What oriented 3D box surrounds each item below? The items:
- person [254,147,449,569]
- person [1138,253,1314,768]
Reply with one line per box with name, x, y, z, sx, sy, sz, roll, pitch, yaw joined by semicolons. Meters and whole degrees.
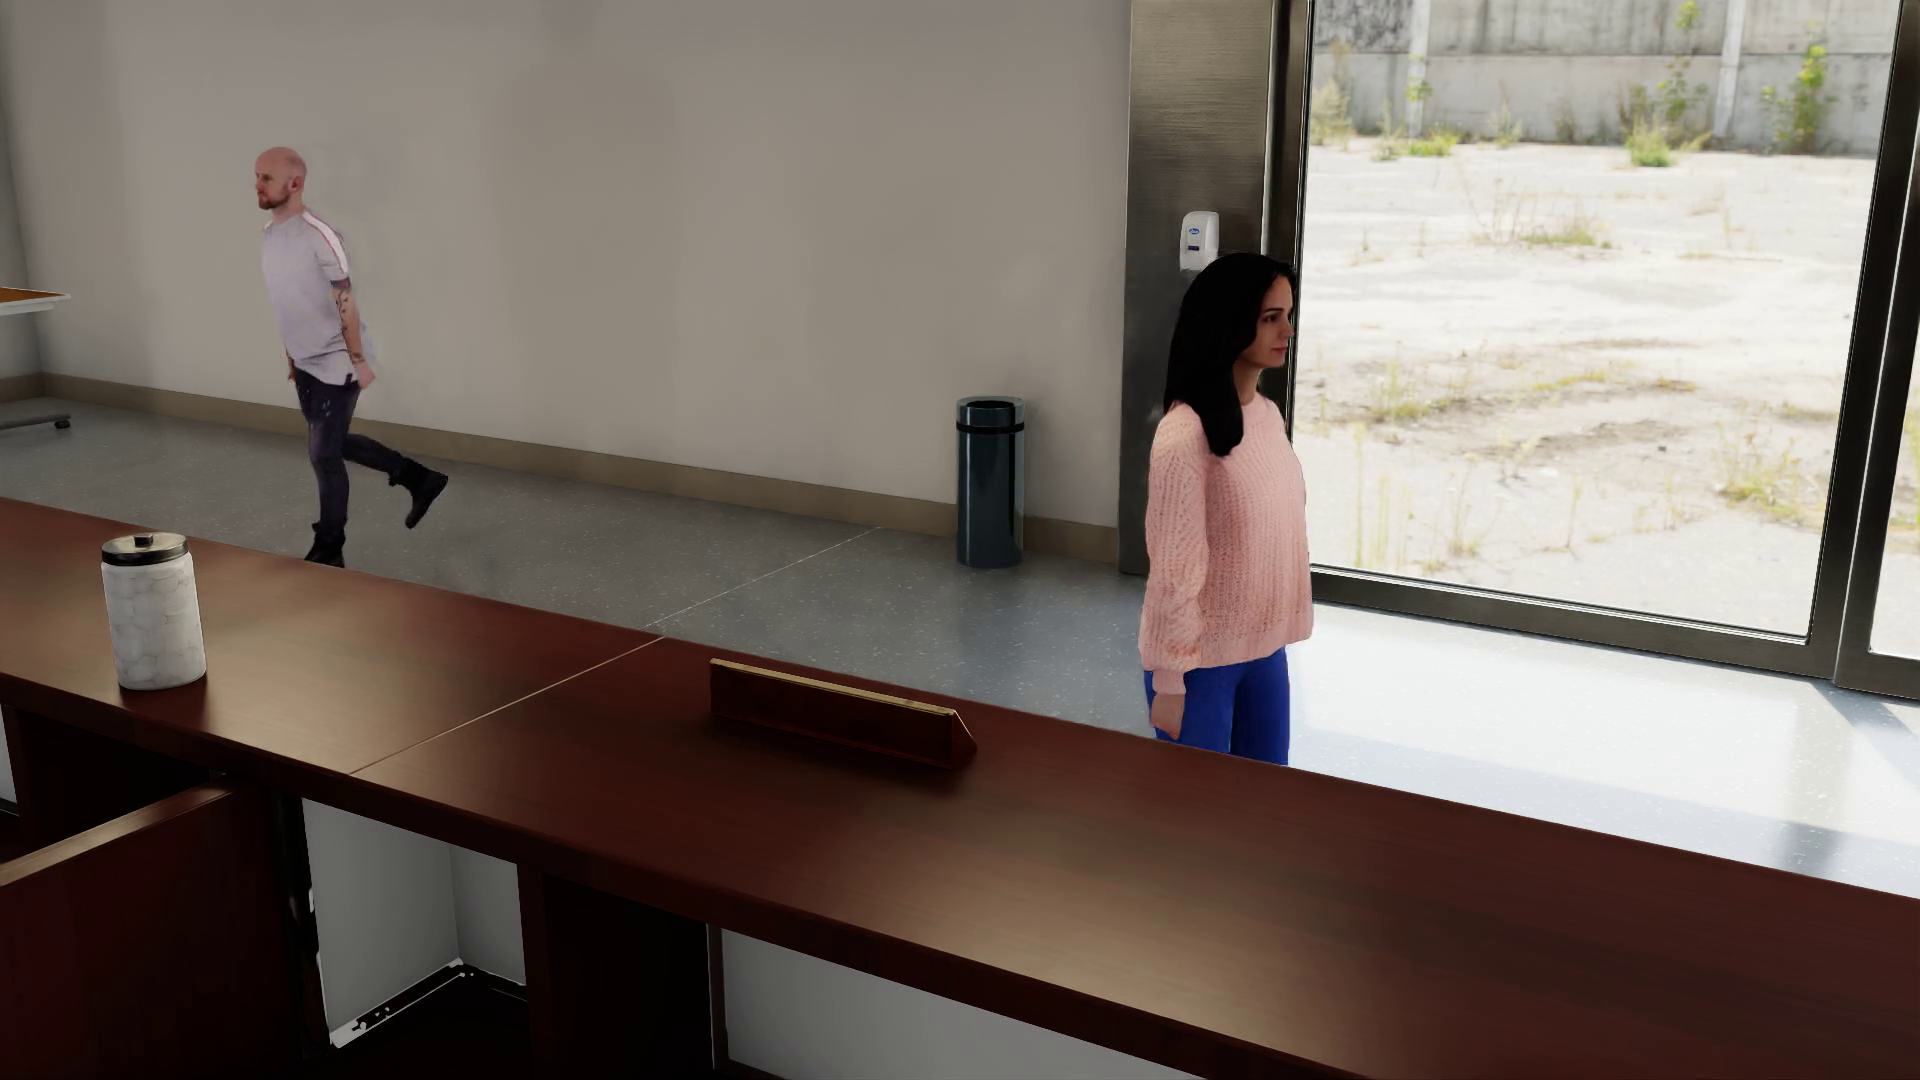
person;-2.592;-0.742;7.065;1.194;1.798;0.864;-14;21;-41
person;0.469;0.268;3.562;0.846;1.755;0.996;14;21;40
